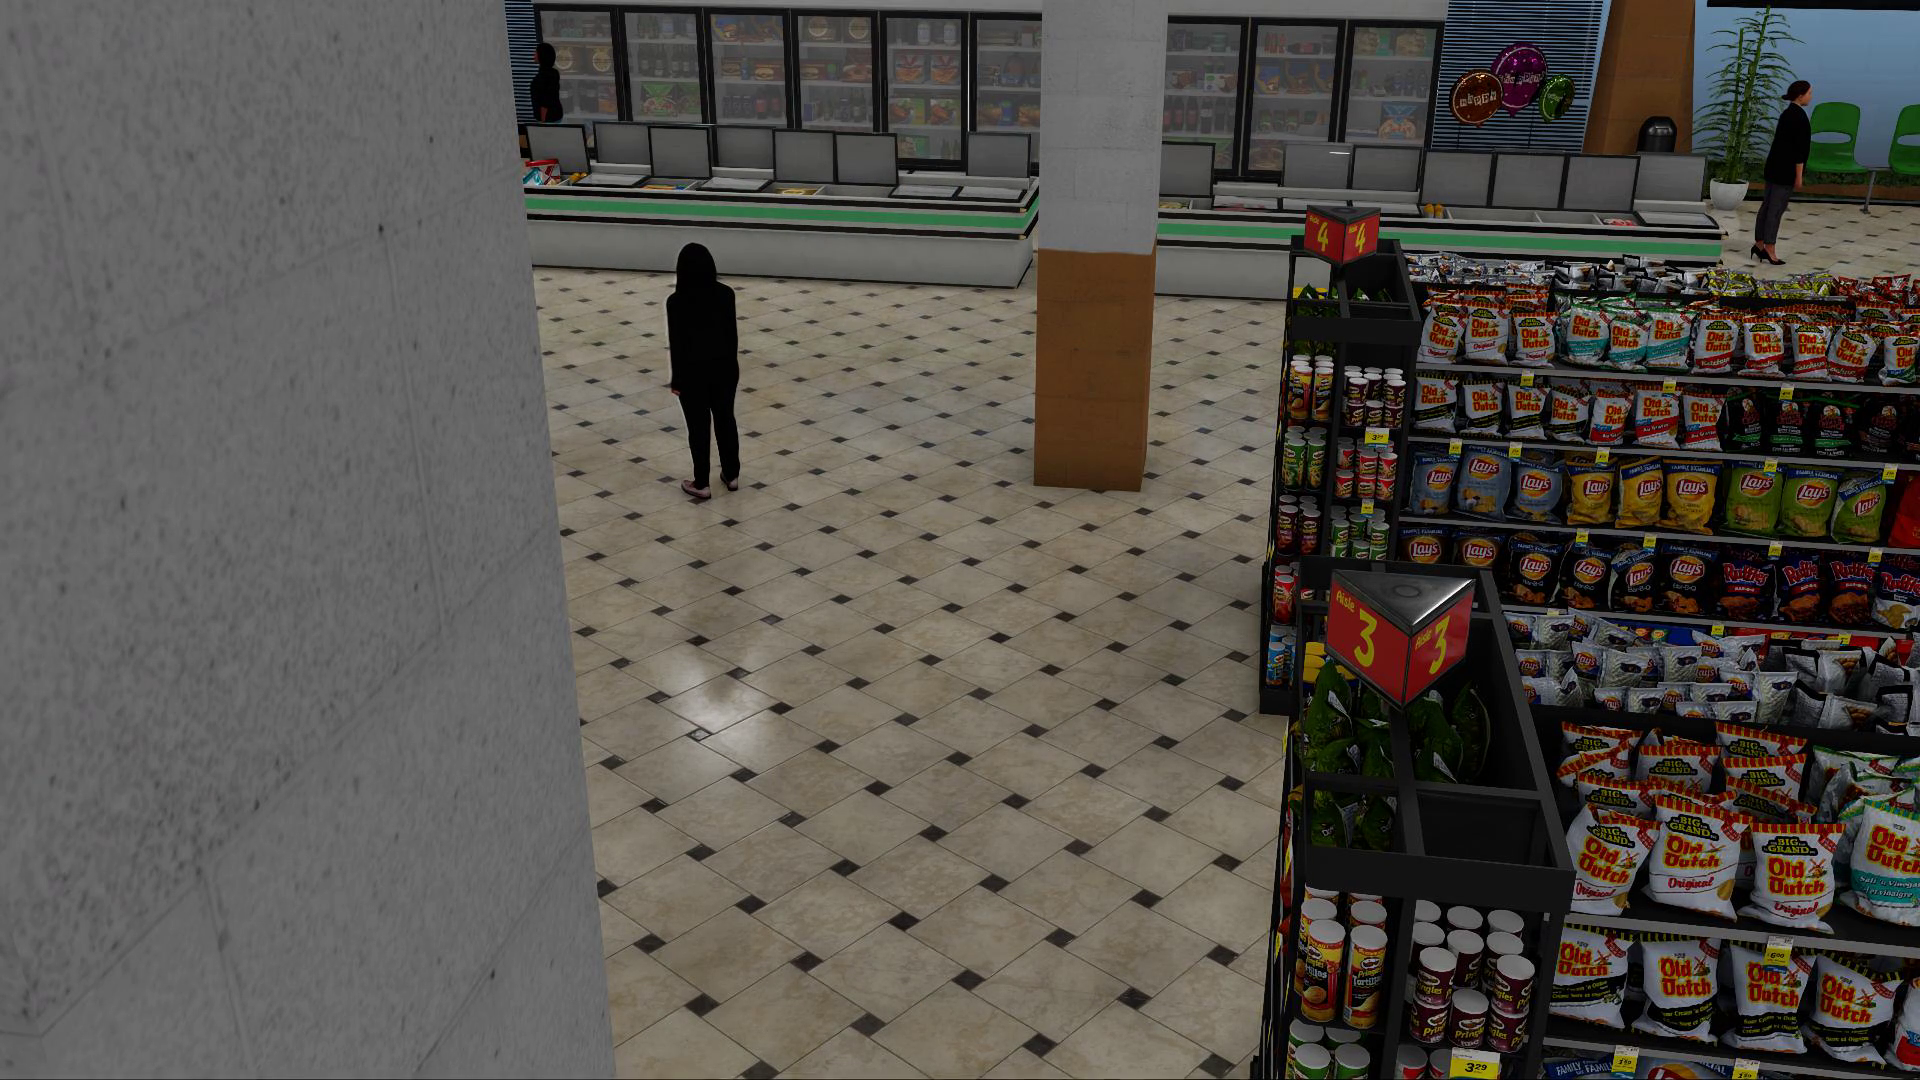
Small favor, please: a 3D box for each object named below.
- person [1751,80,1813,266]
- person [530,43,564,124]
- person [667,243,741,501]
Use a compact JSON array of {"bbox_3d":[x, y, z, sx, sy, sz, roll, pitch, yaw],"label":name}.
[{"bbox_3d":[7.861,-3.515,15.901,0.614,1.719,0.669,0,24,1],"label":"person"},{"bbox_3d":[-4.572,-4.680,18.585,0.531,1.702,0.558,5,24,11],"label":"person"},{"bbox_3d":[-1.589,-1.058,10.414,0.761,1.617,0.812,-18,29,-35],"label":"person"}]
